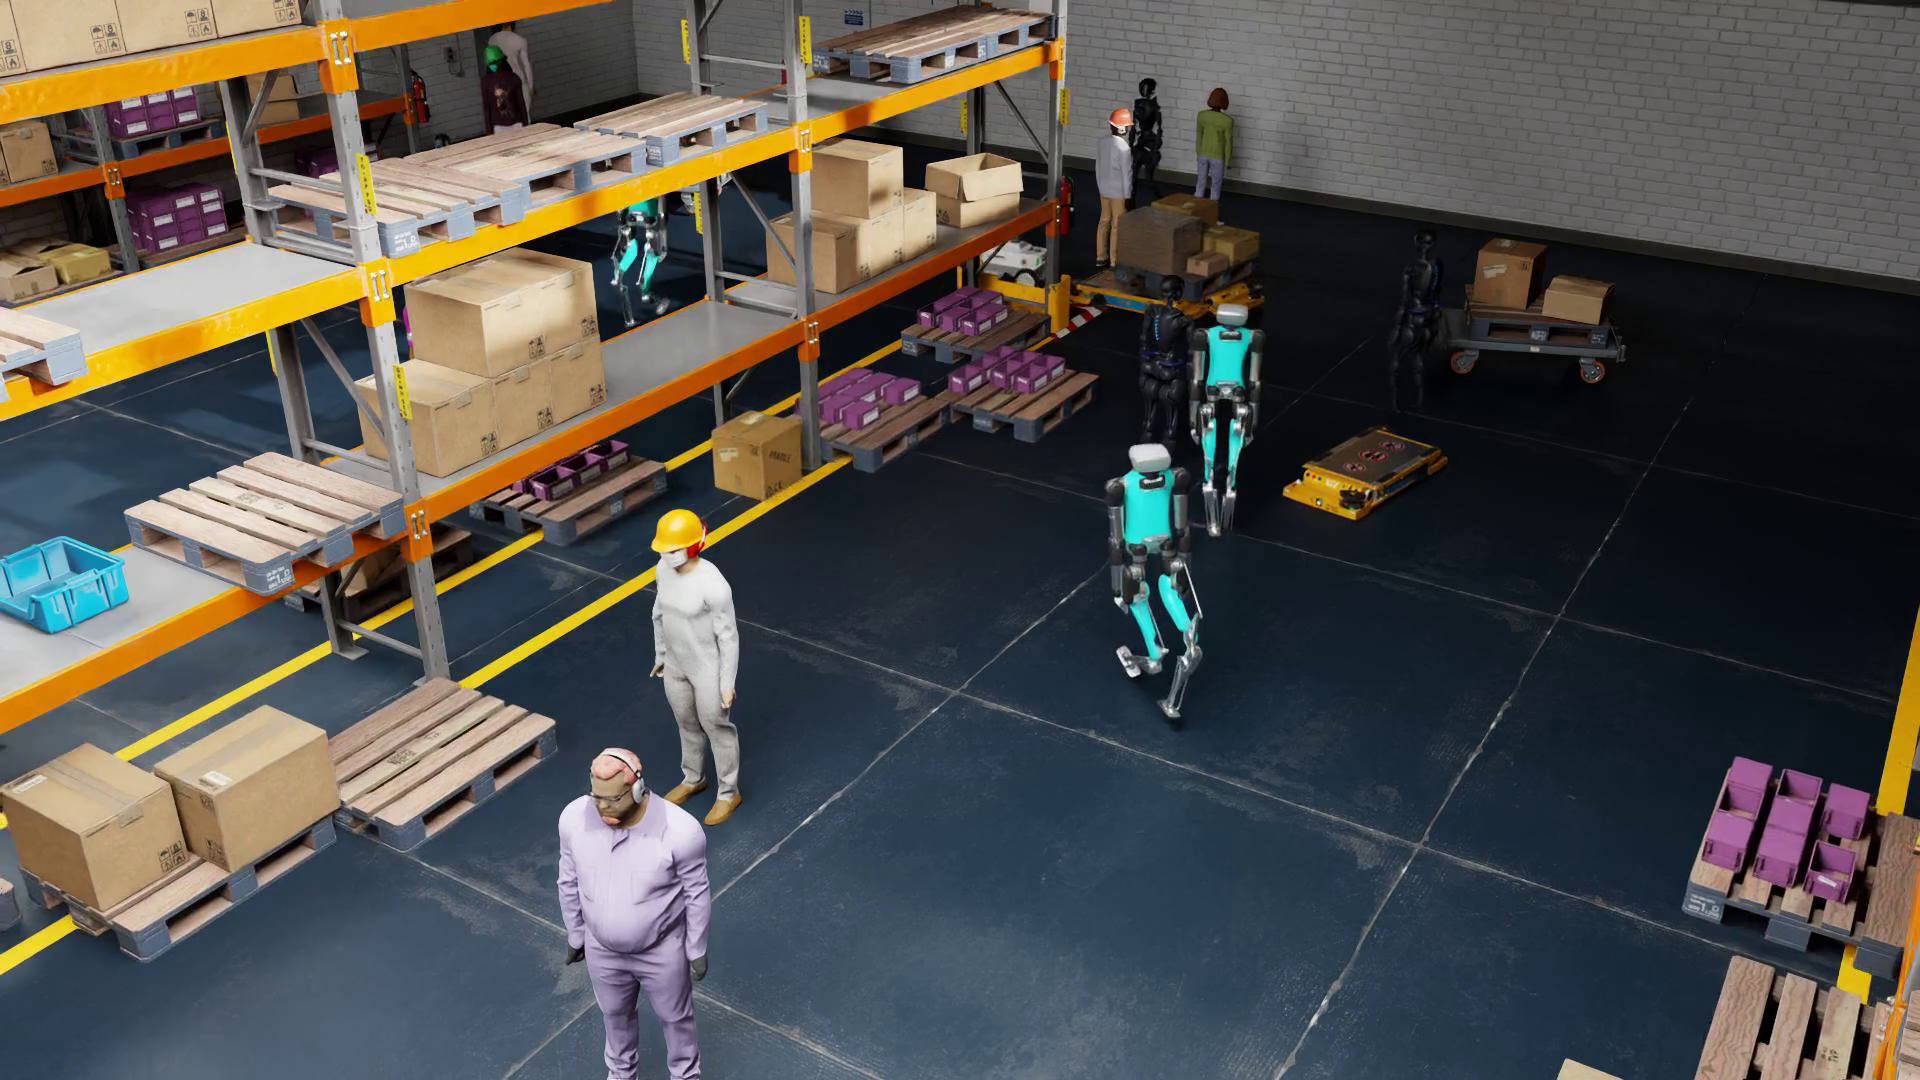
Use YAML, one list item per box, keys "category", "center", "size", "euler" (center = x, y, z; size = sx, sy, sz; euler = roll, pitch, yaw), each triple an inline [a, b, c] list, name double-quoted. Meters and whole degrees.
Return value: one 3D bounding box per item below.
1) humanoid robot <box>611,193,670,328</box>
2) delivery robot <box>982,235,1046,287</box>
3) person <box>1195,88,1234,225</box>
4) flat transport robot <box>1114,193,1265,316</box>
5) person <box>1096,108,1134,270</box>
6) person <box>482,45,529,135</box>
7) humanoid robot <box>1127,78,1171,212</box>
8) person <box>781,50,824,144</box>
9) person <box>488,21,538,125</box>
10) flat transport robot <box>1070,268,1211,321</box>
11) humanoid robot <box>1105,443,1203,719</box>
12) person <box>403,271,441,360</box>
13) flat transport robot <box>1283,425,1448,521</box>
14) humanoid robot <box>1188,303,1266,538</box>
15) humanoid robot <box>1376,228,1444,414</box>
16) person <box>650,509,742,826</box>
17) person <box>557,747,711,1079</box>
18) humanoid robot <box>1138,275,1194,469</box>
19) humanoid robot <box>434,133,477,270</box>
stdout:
- category: "humanoid robot"
  center: [-3.153, -2.854, 16.227]
  size: [0.548, 1.743, 1.043]
  euler: [6, 28, 12]
- category: "delivery robot"
  center: [0.606, -2.960, 17.708]
  size: [0.782, 0.589, 0.499]
  euler: [13, 30, 24]
- category: "person"
  center: [2.973, -4.488, 19.541]
  size: [0.492, 1.624, 0.281]
  euler: [20, 33, 34]
- category: "flat transport robot"
  center: [2.396, -2.625, 17.370]
  size: [1.431, 0.231, 0.659]
  euler: [22, 34, 36]
- category: "person"
  center: [1.699, -3.803, 18.049]
  size: [0.335, 1.749, 0.574]
  euler: [-15, 31, -27]
- category: "person"
  center: [-5.598, -5.171, 20.569]
  size: [0.524, 1.918, 0.671]
  euler: [-6, 28, -12]
- category: "humanoid robot"
  center: [2.269, -4.728, 19.976]
  size: [0.651, 1.636, 0.612]
  euler: [-15, 31, -28]
- category: "person"
  center: [-2.010, -5.665, 21.637]
  size: [0.627, 1.838, 0.430]
  euler: [0, 27, 1]
- category: "person"
  center: [-6.022, -6.179, 22.531]
  size: [0.630, 1.940, 0.373]
  euler: [10, 29, 19]
- category: "flat transport robot"
  center: [1.860, -2.519, 17.161]
  size: [1.431, 0.231, 0.659]
  euler: [16, 31, 29]
- category: "humanoid robot"
  center: [1.198, 0.313, 9.974]
  size: [0.559, 1.729, 1.034]
  euler: [-8, 28, -15]
- category: "person"
  center: [-4.088, -1.347, 13.108]
  size: [0.515, 1.847, 0.344]
  euler: [-19, 32, -32]
- category: "flat transport robot"
  center: [3.255, -0.548, 13.278]
  size: [0.659, 0.231, 1.431]
  euler: [23, 35, 37]
- category: "humanoid robot"
  center: [1.932, -0.757, 12.116]
  size: [0.537, 1.819, 0.758]
  euler: [2, 27, 3]
- category: "humanoid robot"
  center: [3.935, -1.886, 14.356]
  size: [0.615, 1.646, 0.368]
  euler: [-21, 34, -36]
- category: "person"
  center: [-1.451, 0.687, 9.052]
  size: [0.582, 1.893, 0.378]
  euler: [18, 32, 32]
- category: "person"
  center: [-1.376, 1.700, 7.040]
  size: [0.654, 1.906, 0.411]
  euler: [5, 27, 9]
- category: "humanoid robot"
  center: [1.621, -1.297, 13.183]
  size: [0.315, 1.657, 0.599]
  euler: [-22, 34, -36]
- category: "humanoid robot"
  center: [-5.324, -3.466, 17.526]
  size: [0.603, 1.655, 0.738]
  euler: [-1, 27, -3]
